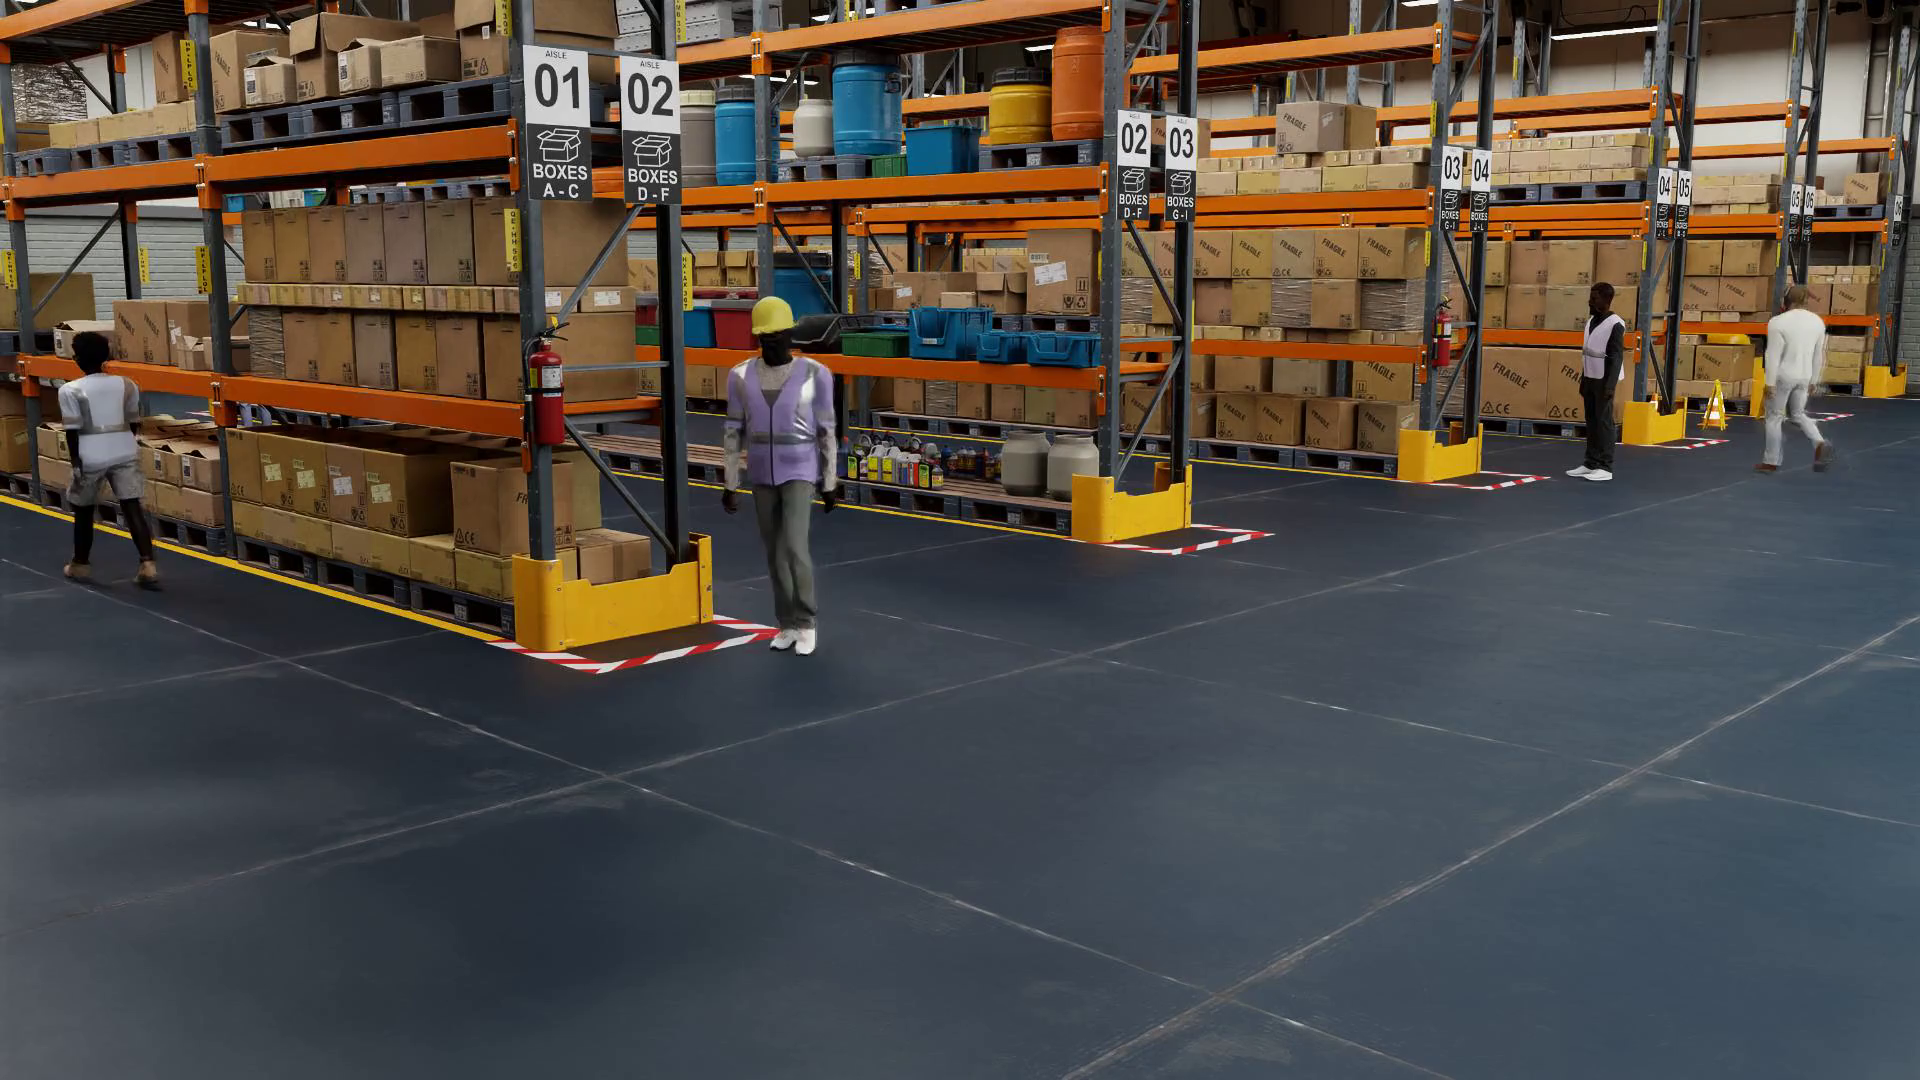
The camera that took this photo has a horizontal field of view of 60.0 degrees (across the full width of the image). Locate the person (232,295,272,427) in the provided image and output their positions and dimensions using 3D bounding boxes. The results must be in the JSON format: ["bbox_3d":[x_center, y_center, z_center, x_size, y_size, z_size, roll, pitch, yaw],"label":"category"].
[{"bbox_3d":[-8.185,-1.935,19.113,0.328,1.760,0.524,7,12,38],"label":"person"}]

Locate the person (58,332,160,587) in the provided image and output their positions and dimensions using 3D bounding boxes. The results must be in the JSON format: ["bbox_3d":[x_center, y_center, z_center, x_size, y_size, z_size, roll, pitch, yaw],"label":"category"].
[{"bbox_3d":[-5.540,-0.523,10.786,0.885,1.653,0.535,8,12,39],"label":"person"}]

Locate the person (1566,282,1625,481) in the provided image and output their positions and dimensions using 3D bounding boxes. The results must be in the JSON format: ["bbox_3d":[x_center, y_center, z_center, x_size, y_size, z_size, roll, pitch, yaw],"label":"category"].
[{"bbox_3d":[6.269,-1.554,16.279,0.390,1.920,0.587,-1,9,-7],"label":"person"}]

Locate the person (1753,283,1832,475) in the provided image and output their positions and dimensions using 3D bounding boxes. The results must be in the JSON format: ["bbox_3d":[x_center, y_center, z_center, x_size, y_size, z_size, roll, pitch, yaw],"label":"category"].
[{"bbox_3d":[8.317,-1.587,16.522,0.635,1.921,0.738,-3,10,-15],"label":"person"}]

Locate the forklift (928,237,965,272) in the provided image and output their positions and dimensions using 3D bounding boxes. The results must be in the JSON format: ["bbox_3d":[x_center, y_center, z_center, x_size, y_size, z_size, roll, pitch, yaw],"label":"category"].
[{"bbox_3d":[-0.326,-5.817,39.609,1.129,2.768,1.873,9,13,43],"label":"forklift"}]

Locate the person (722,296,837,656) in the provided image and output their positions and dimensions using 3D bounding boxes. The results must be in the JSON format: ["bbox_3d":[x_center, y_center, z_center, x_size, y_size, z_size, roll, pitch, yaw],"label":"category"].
[{"bbox_3d":[-0.969,-0.334,8.859,0.596,1.902,0.593,3,10,16],"label":"person"}]

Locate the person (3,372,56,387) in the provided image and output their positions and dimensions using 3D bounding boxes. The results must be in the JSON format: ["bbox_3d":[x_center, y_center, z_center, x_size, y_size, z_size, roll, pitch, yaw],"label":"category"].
[{"bbox_3d":[-10.600,-1.824,18.927,0.847,1.585,0.518,9,13,44],"label":"person"}]

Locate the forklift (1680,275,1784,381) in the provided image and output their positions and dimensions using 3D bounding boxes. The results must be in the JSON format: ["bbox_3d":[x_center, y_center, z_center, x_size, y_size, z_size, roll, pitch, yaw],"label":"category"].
[{"bbox_3d":[12.480,-3.427,27.053,1.214,2.155,2.313,9,13,43],"label":"forklift"}]
